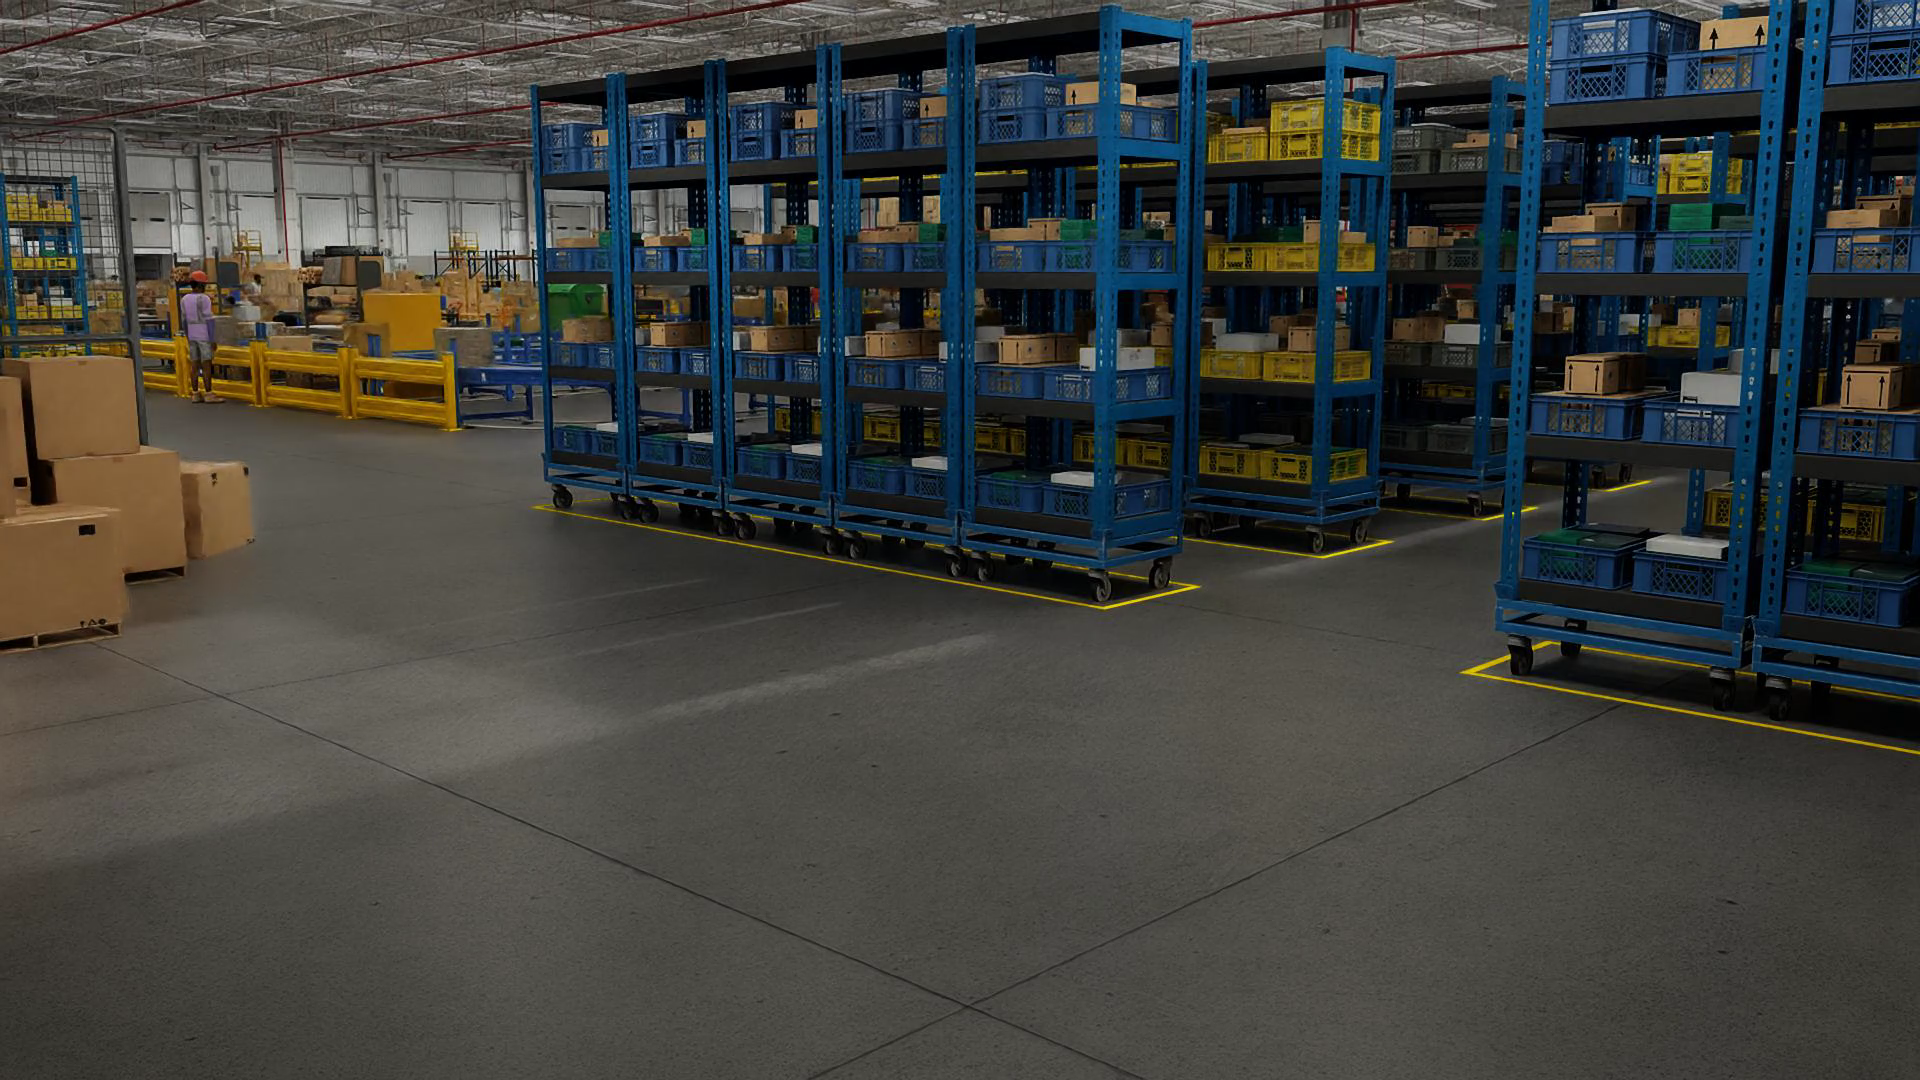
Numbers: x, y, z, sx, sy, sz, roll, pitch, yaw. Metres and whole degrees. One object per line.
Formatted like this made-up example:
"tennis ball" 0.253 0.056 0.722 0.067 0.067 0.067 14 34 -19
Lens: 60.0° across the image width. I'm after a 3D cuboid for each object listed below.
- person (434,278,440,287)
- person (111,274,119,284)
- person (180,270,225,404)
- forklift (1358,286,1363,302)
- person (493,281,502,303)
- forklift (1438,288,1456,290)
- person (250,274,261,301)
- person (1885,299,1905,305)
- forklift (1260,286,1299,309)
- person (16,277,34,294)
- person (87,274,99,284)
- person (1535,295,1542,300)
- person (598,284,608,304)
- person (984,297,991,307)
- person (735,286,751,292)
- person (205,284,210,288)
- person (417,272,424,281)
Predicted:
"person" -18.925 -8.601 60.178 0.862 1.722 0.542 -1 9 -6
"person" -40.992 -11.979 80.670 0.883 1.813 0.619 -3 10 -15
"person" -11.651 -3.107 25.548 0.606 2.046 0.369 4 10 25
"forklift" 11.100 -7.017 46.970 1.873 2.768 1.129 9 13 43
"person" -16.232 -8.316 58.584 0.535 1.693 0.319 7 11 36
"forklift" 18.009 -9.484 62.094 1.129 2.768 1.873 8 12 41
"person" -26.559 -9.044 62.481 0.787 1.881 0.640 0 9 -1
"person" 14.675 -3.128 26.111 0.654 1.903 0.594 -4 10 -25
"forklift" 11.111 -9.066 59.529 1.873 2.768 1.129 9 13 43
"person" -29.800 -7.539 53.098 0.539 1.930 0.386 -9 13 -43
"person" -39.787 -11.247 76.196 0.781 1.812 0.628 3 10 18
"person" 15.383 -6.151 44.906 0.593 1.820 0.404 -1 9 -4
"person" -13.473 -8.997 62.224 0.556 1.881 0.832 0 9 0
"person" 0.977 -7.796 55.156 0.547 1.752 0.491 -8 12 -41
"person" -8.558 -9.634 65.583 0.675 2.000 0.910 0 9 -3
"person" -26.606 -8.383 58.549 0.464 1.830 0.554 4 10 24
"person" -27.682 -12.741 85.078 0.850 1.893 0.598 1 9 8
